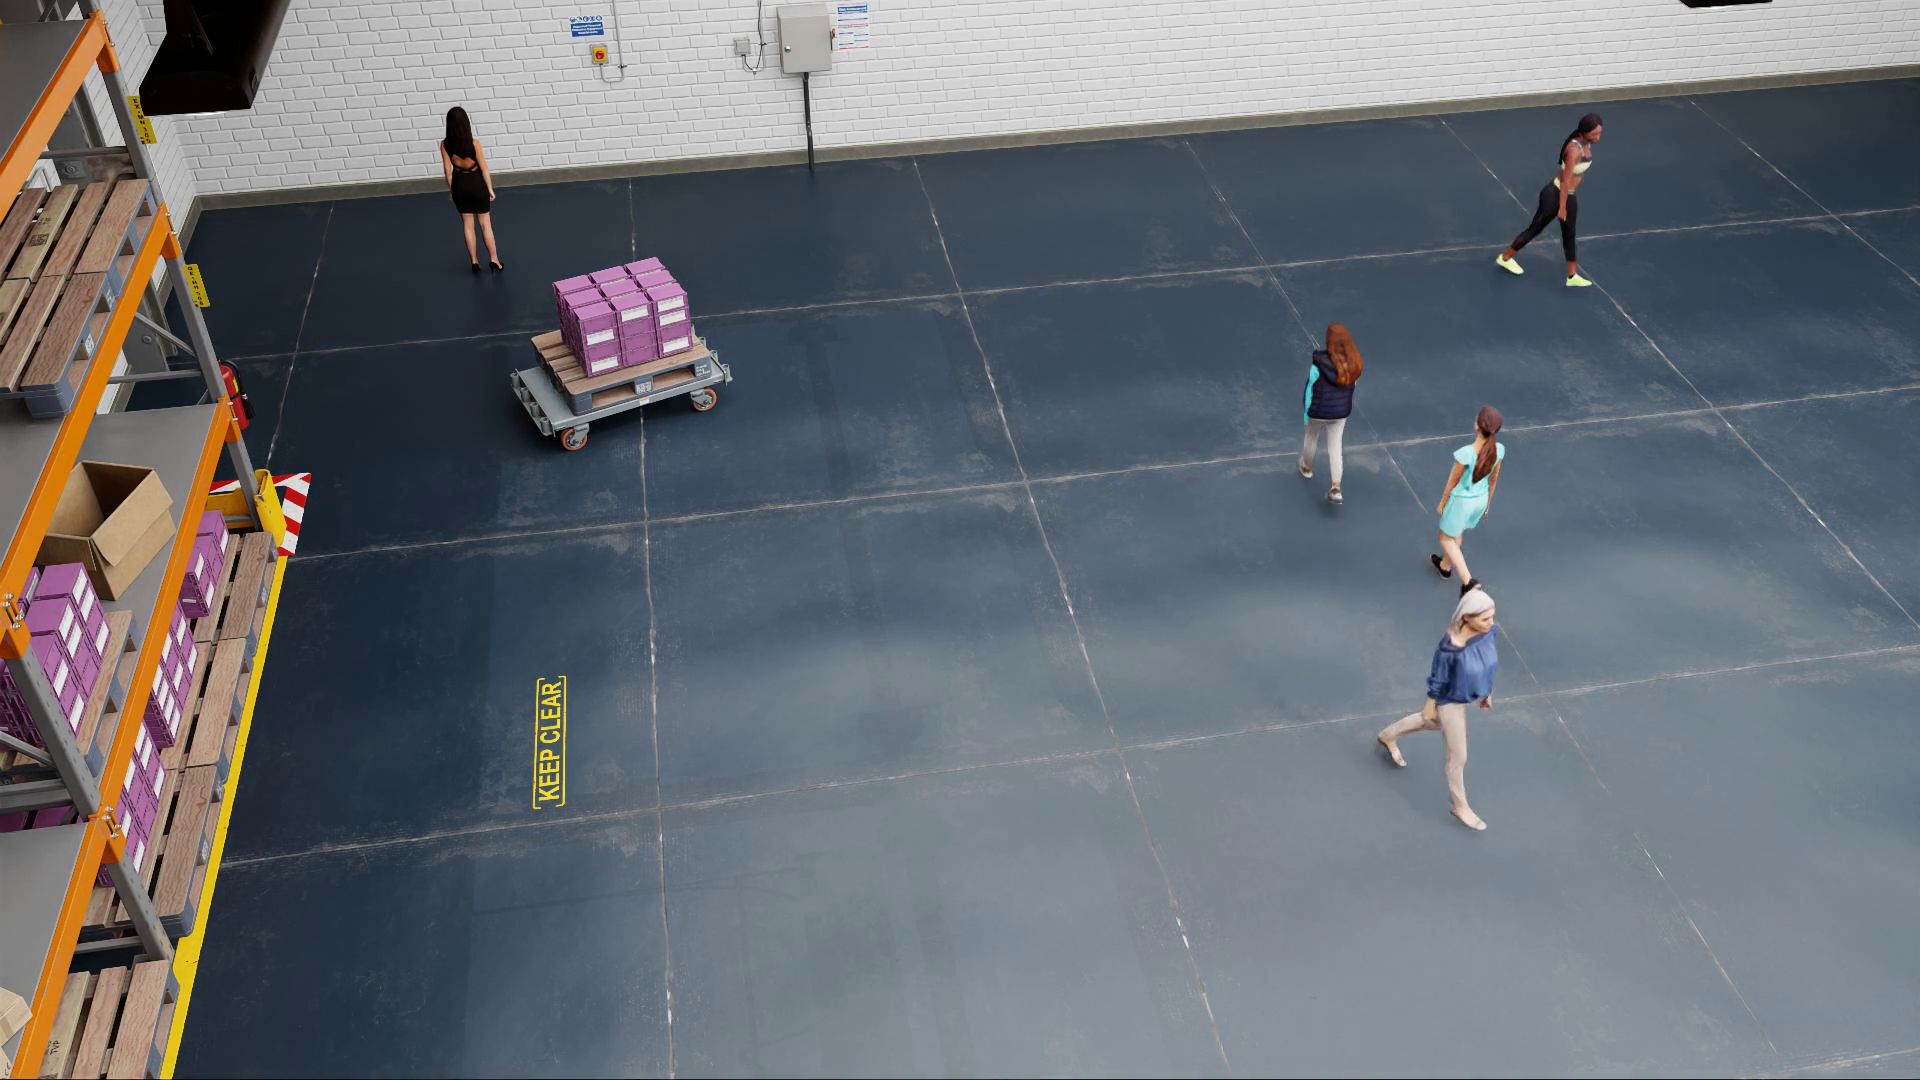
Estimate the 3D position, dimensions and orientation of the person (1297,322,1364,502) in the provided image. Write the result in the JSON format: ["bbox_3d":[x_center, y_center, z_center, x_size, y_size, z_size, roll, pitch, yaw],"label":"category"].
[{"bbox_3d":[2.843,-0.961,12.709,0.567,1.478,0.931,-5,39,-7],"label":"person"}]

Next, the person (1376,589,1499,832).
[{"bbox_3d":[2.952,0.933,10.193,0.998,1.656,1.233,-27,46,-30],"label":"person"}]

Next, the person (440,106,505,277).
[{"bbox_3d":[-4.537,-3.220,15.400,0.600,1.648,0.529,-1,39,-1],"label":"person"}]

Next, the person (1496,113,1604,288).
[{"bbox_3d":[5.402,-3.150,15.267,1.201,1.706,1.056,25,45,28],"label":"person"}]

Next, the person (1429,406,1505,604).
[{"bbox_3d":[3.602,-0.237,11.750,0.632,1.542,0.937,-11,40,-14],"label":"person"}]
